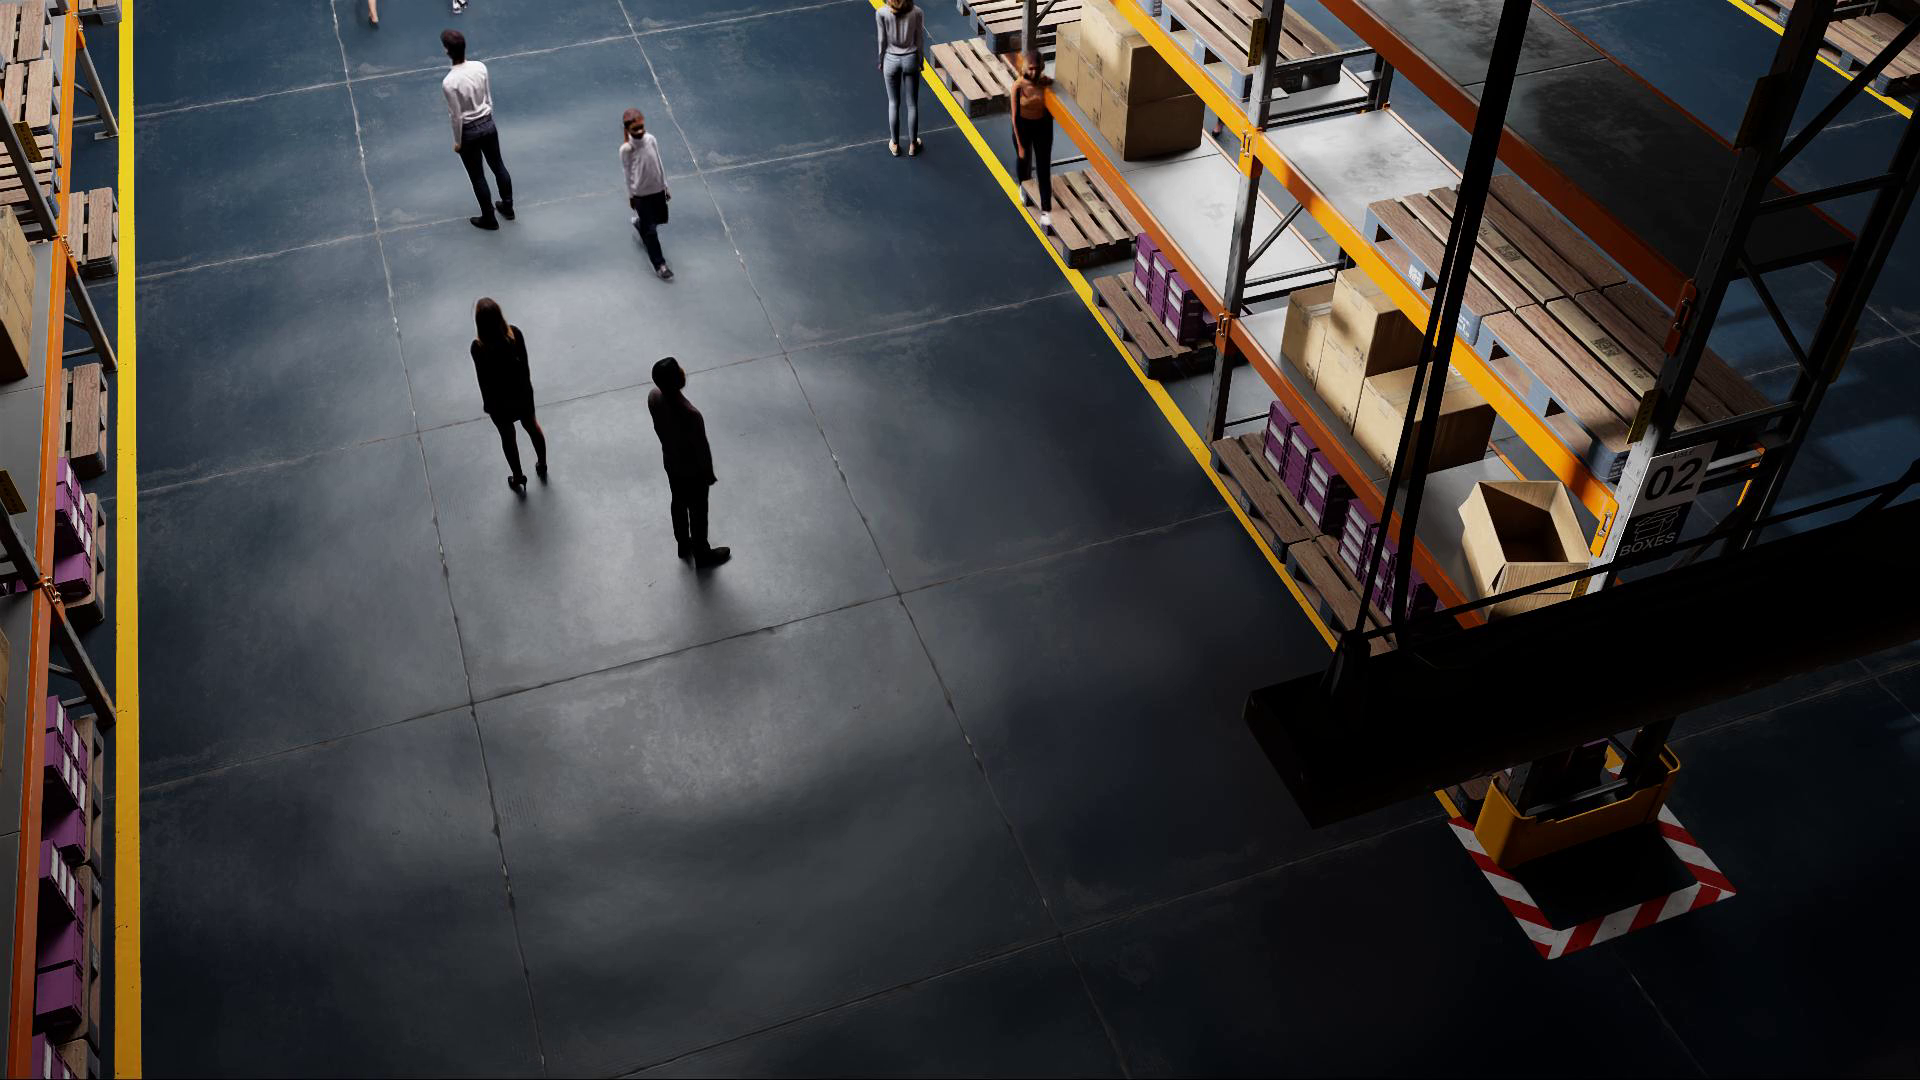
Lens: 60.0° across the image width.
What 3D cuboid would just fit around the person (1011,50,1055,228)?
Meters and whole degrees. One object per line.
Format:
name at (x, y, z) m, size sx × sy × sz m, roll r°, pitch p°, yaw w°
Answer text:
person at (0.612, -3.683, 14.938) m, size 0.724 × 1.587 × 1.162 m, roll -8°, pitch 44°, yaw -8°

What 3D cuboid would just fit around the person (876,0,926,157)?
person at (-0.547, -4.450, 15.591) m, size 0.647 × 1.796 × 0.609 m, roll -1°, pitch 44°, yaw -1°

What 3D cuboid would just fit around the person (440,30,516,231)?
person at (-4.262, -3.613, 14.656) m, size 0.750 × 1.873 × 0.720 m, roll 28°, pitch 50°, yaw 27°

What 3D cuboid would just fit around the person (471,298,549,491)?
person at (-3.290, -1.063, 12.122) m, size 0.605 × 1.677 × 0.571 m, roll -30°, pitch 51°, yaw -28°

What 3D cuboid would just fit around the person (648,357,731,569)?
person at (-1.914, -0.536, 11.502) m, size 0.774 × 1.769 × 0.641 m, roll -4°, pitch 44°, yaw -4°

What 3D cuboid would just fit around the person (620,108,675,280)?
person at (-2.716, -3.028, 14.281) m, size 0.742 × 1.543 × 0.989 m, roll -31°, pitch 52°, yaw -28°
